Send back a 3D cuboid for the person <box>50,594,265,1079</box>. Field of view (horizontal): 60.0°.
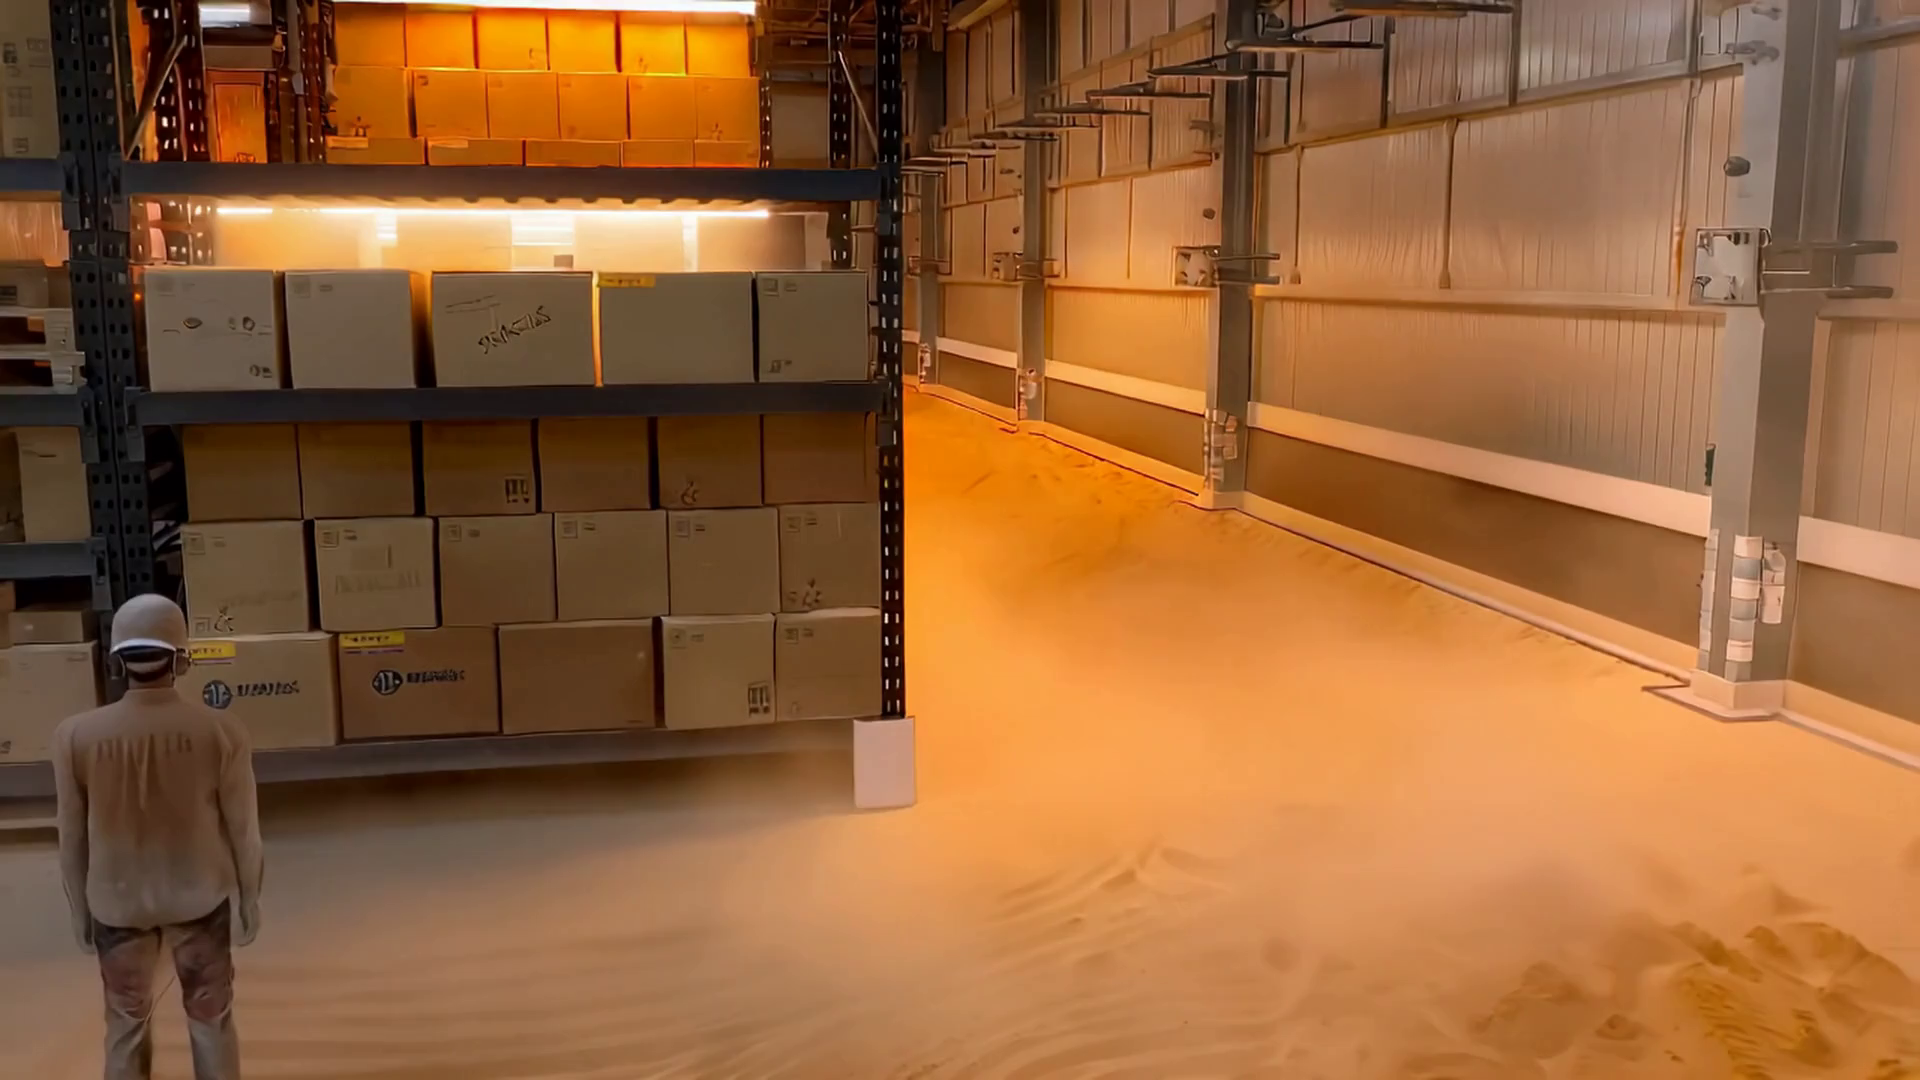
[{"bbox_3d":[-2.602,1.162,5.459,0.608,1.987,0.409,-3,10,-18],"label":"person"}]
